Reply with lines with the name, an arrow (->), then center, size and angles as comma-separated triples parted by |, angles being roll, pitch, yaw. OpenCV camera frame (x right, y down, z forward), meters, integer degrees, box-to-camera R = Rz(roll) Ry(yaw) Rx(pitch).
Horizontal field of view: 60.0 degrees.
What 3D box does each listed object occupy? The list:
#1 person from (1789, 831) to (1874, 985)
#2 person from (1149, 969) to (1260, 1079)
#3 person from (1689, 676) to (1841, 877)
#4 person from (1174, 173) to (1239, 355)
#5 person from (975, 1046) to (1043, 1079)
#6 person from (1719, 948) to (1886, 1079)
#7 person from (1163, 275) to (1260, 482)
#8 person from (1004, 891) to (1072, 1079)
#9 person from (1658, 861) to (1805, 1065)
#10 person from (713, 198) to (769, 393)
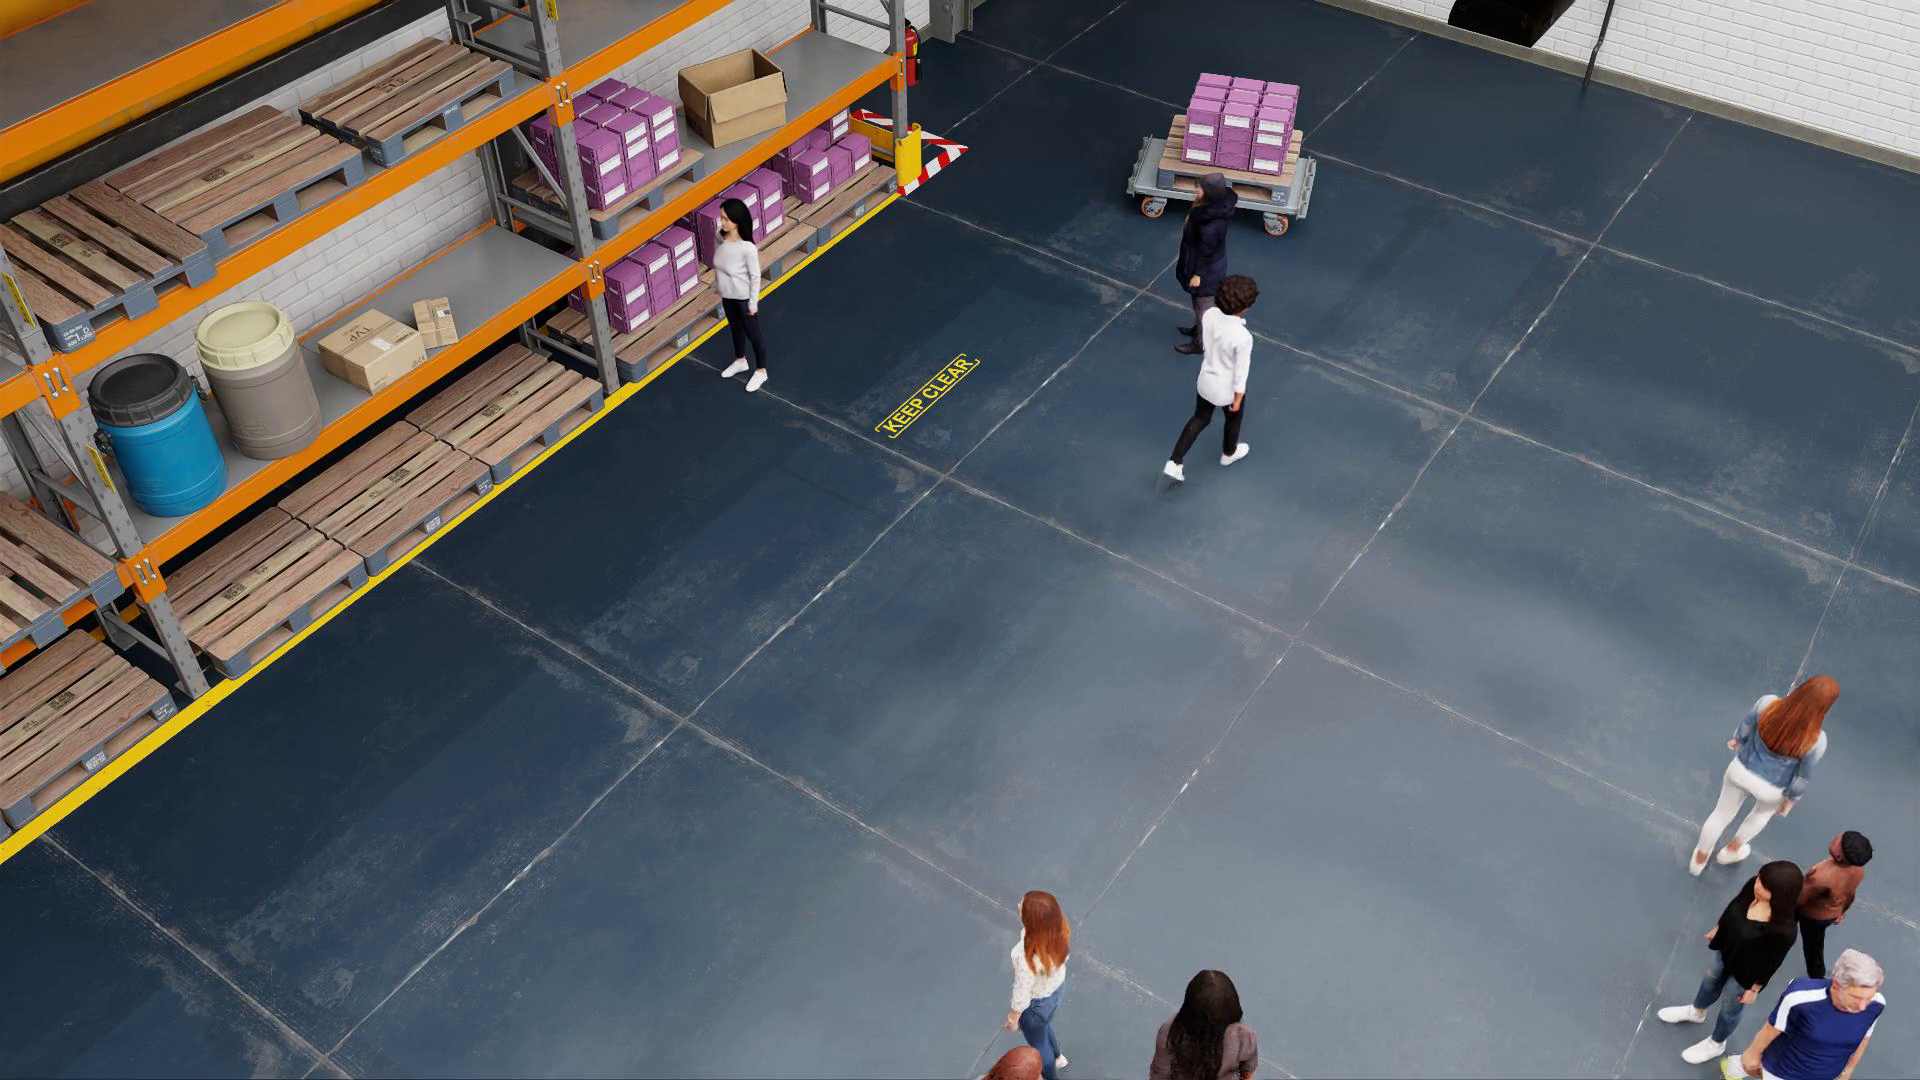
person -> 4.805, 2.106, 9.232 | 0.922, 1.223, 0.817 | -22, 48, -22
person -> 1.147, 2.792, 8.087 | 0.947, 1.808, 1.111 | 5, 44, 5
person -> 4.582, 1.428, 9.613 | 0.743, 1.679, 0.730 | 34, 53, 30
person -> 1.988, -2.248, 13.474 | 0.828, 1.674, 0.721 | 9, 44, 9
person -> 0.181, 3.023, 7.917 | 0.740, 1.709, 0.976 | 22, 48, 21
person -> 4.189, 2.547, 8.351 | 1.099, 1.798, 1.238 | -2, 44, -2
person -> 1.864, -1.155, 12.246 | 1.132, 1.786, 0.776 | -32, 52, -29
person -> 0.494, 2.371, 8.597 | 0.679, 1.714, 0.549 | 21, 47, 20
person -> 4.151, 2.211, 8.815 | 0.711, 1.645, 0.654 | -7, 44, -8
person -> -1.735, -1.957, 13.151 | 0.634, 1.700, 0.575 | 31, 52, 28
